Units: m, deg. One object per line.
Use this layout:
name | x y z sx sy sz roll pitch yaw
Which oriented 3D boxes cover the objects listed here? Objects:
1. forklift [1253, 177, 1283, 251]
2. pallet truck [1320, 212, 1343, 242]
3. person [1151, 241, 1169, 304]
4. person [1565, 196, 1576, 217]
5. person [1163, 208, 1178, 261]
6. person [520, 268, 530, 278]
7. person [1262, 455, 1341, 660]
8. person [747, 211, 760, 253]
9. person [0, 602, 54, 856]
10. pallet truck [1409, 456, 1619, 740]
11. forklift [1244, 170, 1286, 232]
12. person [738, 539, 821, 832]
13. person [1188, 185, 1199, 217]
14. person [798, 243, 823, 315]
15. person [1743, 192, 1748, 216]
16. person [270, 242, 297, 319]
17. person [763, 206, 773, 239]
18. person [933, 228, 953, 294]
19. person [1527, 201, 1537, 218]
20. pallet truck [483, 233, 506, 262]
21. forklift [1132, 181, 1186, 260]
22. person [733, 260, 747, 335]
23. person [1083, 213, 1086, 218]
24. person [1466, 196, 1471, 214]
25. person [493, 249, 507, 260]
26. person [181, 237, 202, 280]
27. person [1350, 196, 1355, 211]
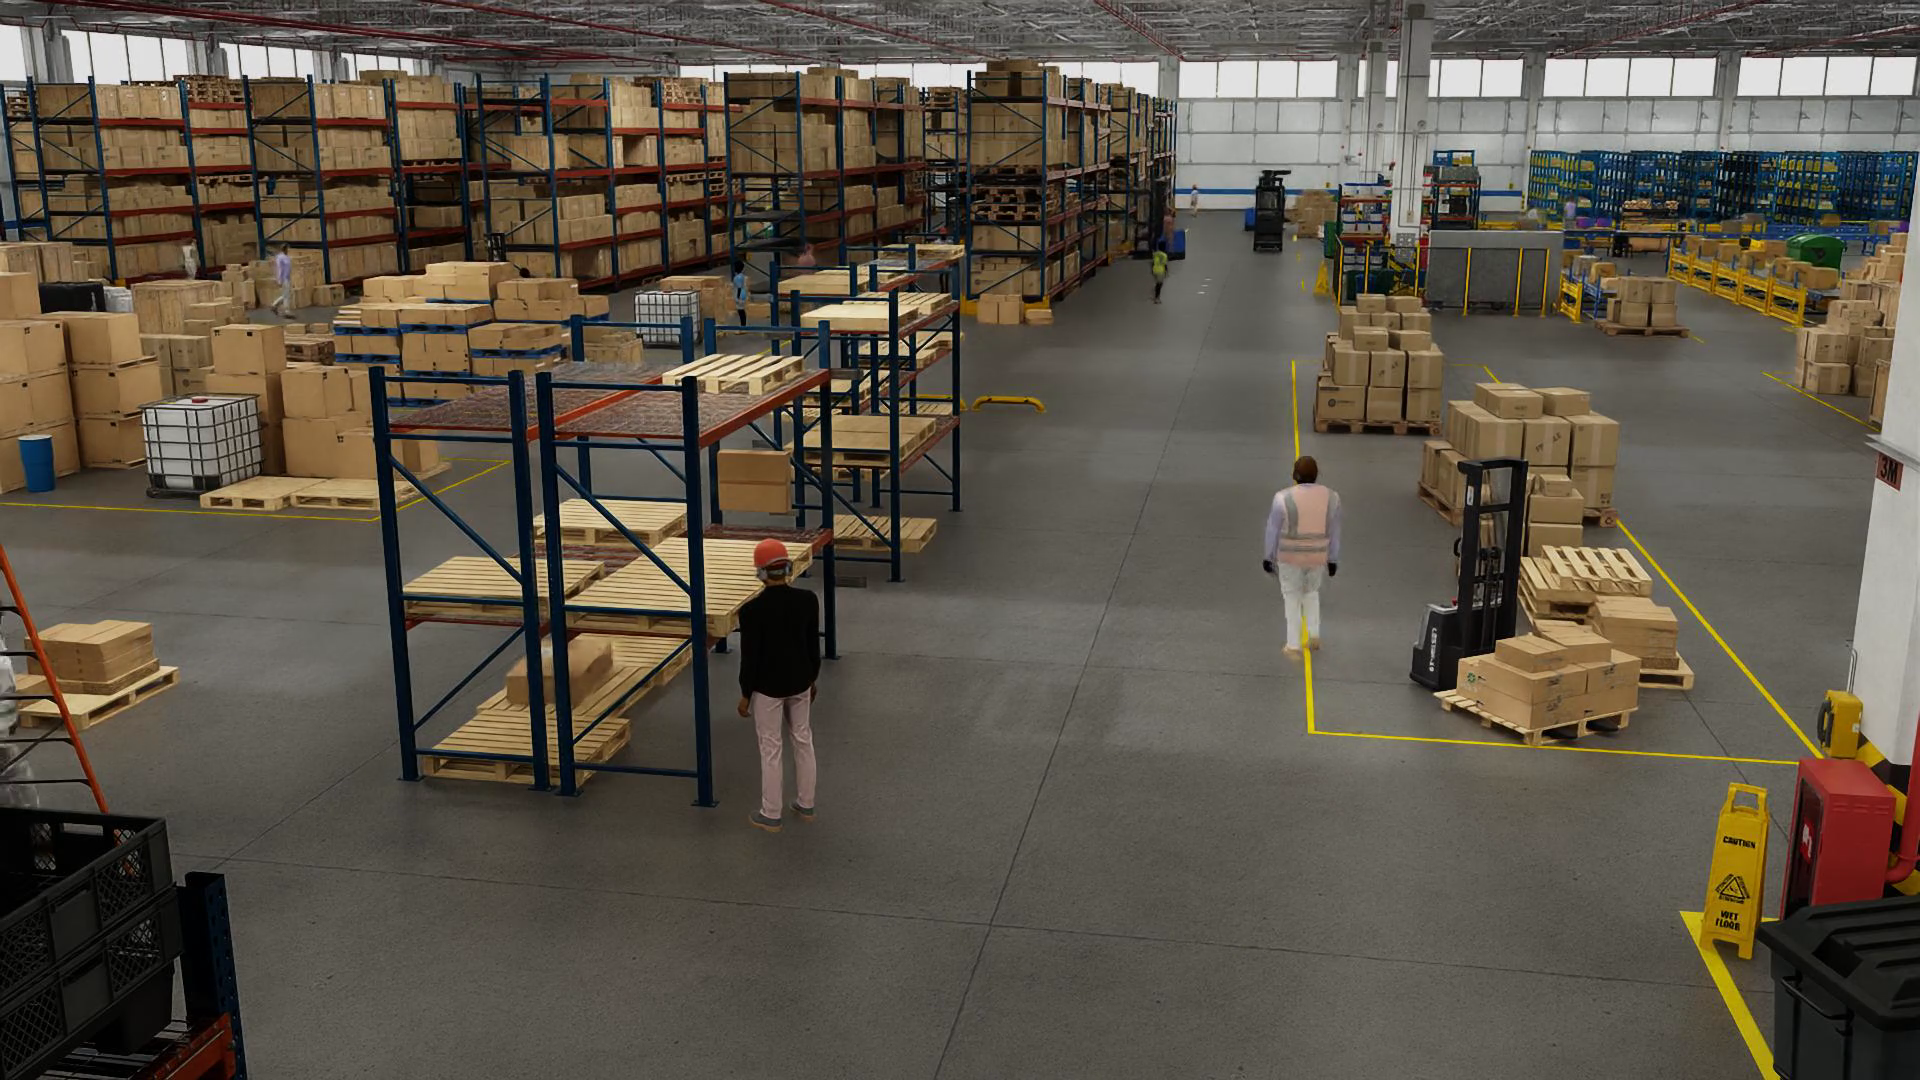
forklift | 12.083 -12.747 64.956 1.129 2.768 1.873 3 14 10
pallet truck | 15.874 -13.227 70.310 0.680 1.201 1.601 10 17 35
person | 5.441 -7.262 45.132 0.551 1.679 0.573 -11 17 -37
person | 26.706 -14.089 72.582 0.605 1.817 0.642 -9 17 -34
person | 7.541 -10.999 59.873 0.442 1.892 0.659 -6 15 -23
person | -8.835 -4.613 33.993 0.889 1.886 0.592 12 18 39
person | 3.016 0.153 14.752 0.642 1.824 0.495 -3 14 -11
person | -8.123 -11.807 63.764 0.745 1.605 0.502 3 14 11
person | -6.256 1.171 10.586 0.924 1.856 0.583 -3 14 -13
pallet truck | 4.504 0.400 13.395 0.823 1.965 1.885 -6 15 -23
forklift | 14.157 -15.681 76.870 1.873 2.768 1.129 3 14 11
person | -1.213 0.967 11.120 0.609 1.986 0.392 -10 17 -36
person | 12.658 -18.413 90.313 0.580 1.729 0.639 -10 17 -36
person | -3.694 -6.463 41.533 0.960 1.855 0.673 -12 18 -40
person | 37.131 -15.626 78.851 0.410 1.806 0.608 11 18 38
person | -16.920 -6.465 41.445 0.618 1.916 0.653 0 14 -1
person | -7.429 -12.070 64.531 0.423 1.752 0.545 6 15 24
person | -0.496 -7.952 47.518 0.572 1.883 0.975 1 14 3
person | 22.490 -12.433 65.702 0.998 1.890 0.617 1 14 3
pallet truck | -11.832 -7.026 43.548 1.885 1.965 0.823 8 16 28
forklift | 7.210 -11.552 60.105 1.873 2.768 1.129 1 14 3
person | -5.069 -5.579 38.286 0.318 1.700 0.535 0 14 -1
person | 5.786 -15.447 77.923 0.410 1.909 0.643 -9 16 -32
person | 22.115 -14.207 73.040 0.590 1.833 0.404 5 15 18
person | -12.975 -7.896 47.228 0.614 1.934 0.934 2 14 7
person | -22.113 -7.923 47.951 0.533 1.615 0.567 4 15 18
person | 20.655 -17.761 87.682 0.485 1.735 0.347 -11 18 -38
